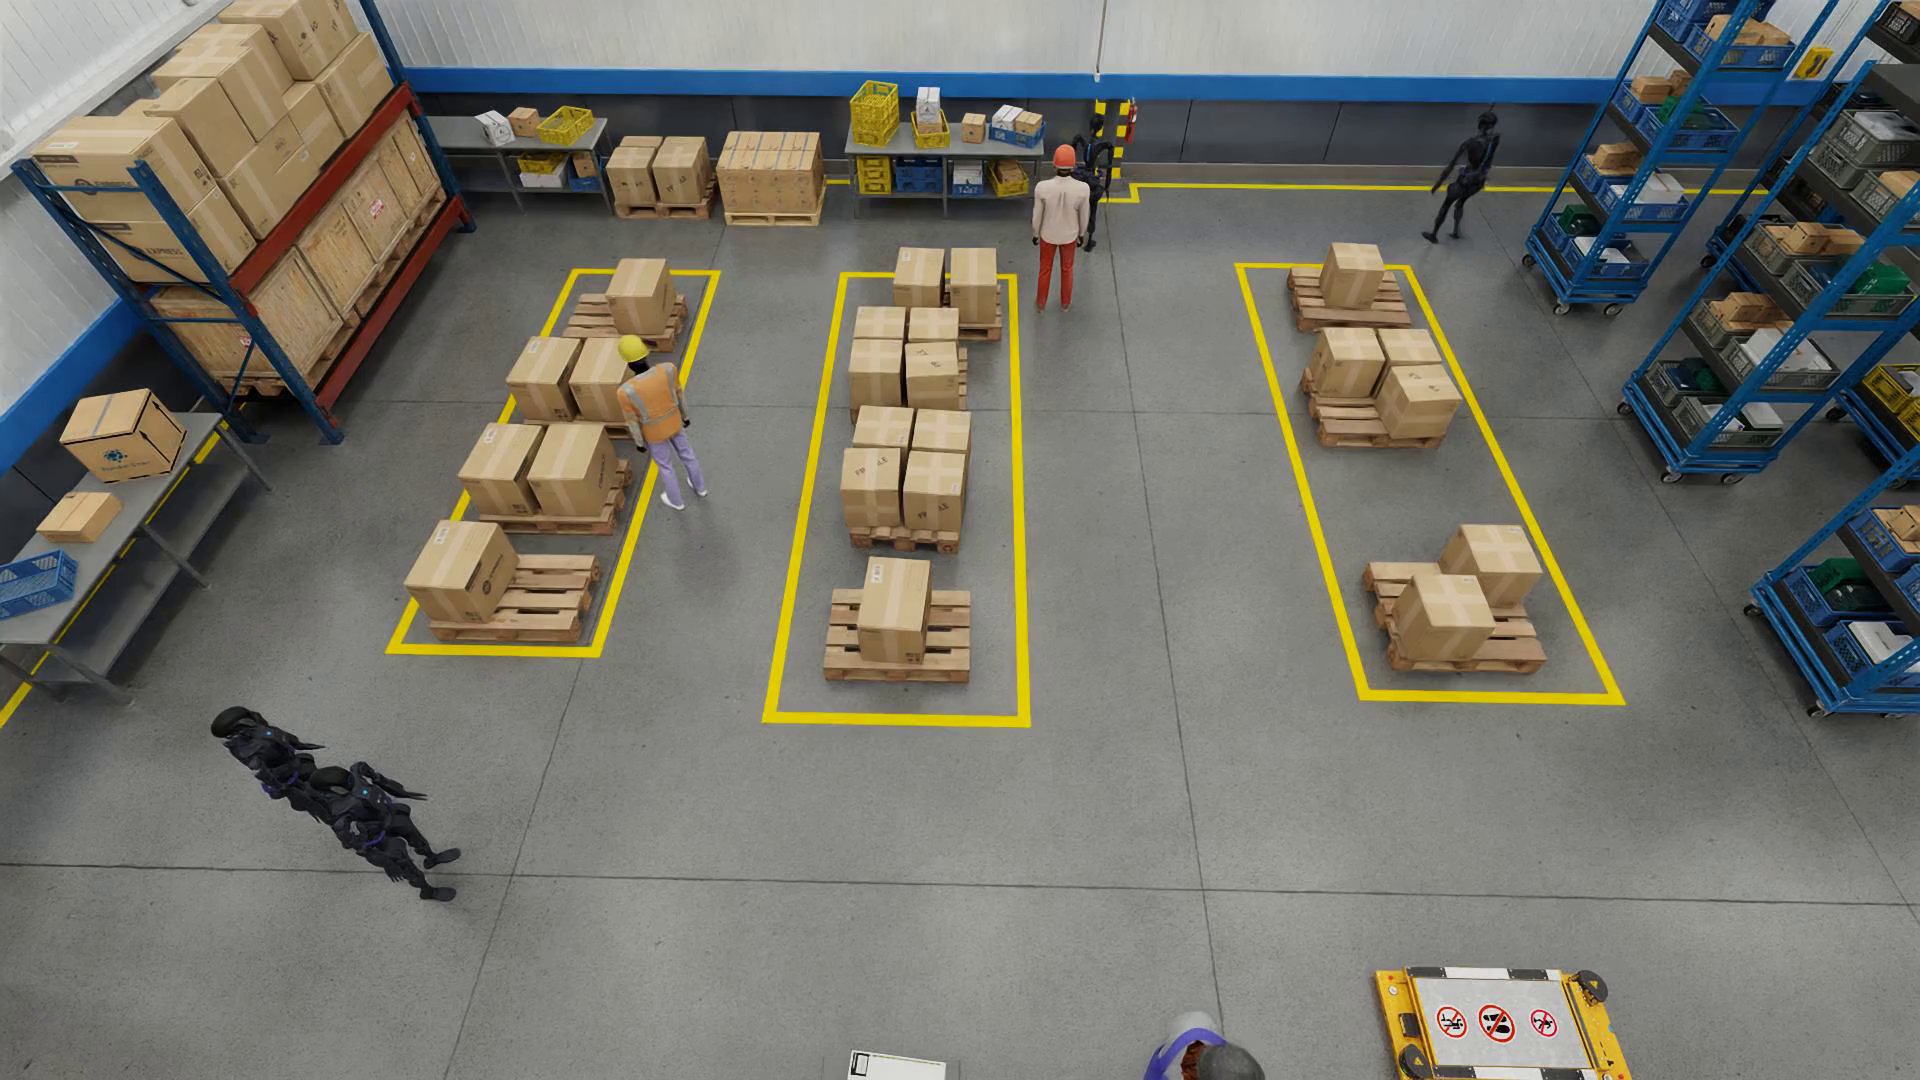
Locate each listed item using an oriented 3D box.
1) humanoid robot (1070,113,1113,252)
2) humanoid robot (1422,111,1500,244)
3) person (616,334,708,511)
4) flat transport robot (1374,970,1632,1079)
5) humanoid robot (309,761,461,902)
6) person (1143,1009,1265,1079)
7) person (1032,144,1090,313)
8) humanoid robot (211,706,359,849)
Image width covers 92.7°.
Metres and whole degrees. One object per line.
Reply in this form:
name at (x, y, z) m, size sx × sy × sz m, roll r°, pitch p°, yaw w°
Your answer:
humanoid robot at (1.545, -4.333, 11.109) m, size 0.570 × 1.650 × 0.339 m, roll 18°, pitch 53°, yaw 14°
humanoid robot at (6.138, -4.395, 11.155) m, size 0.652 × 1.652 × 0.388 m, roll -13°, pitch 52°, yaw -11°
person at (-2.711, -1.040, 8.274) m, size 0.402 × 1.918 × 0.581 m, roll 36°, pitch 59°, yaw 25°
flat transport robot at (3.501, 3.133, 5.914) m, size 1.431 × 0.197 × 0.652 m, roll 1°, pitch 51°, yaw 1°
humanoid robot at (-3.740, 1.892, 6.025) m, size 0.324 × 1.658 × 0.601 m, roll -9°, pitch 51°, yaw -7°
person at (1.238, 3.009, 4.891) m, size 0.536 × 2.000 × 0.679 m, roll 12°, pitch 52°, yaw 9°
person at (1.094, -3.398, 10.142) m, size 0.610 × 1.997 × 0.376 m, roll 1°, pitch 51°, yaw 0°
humanoid robot at (-4.511, 1.606, 6.257) m, size 0.312 × 1.660 × 0.608 m, roll -26°, pitch 55°, yaw -19°
